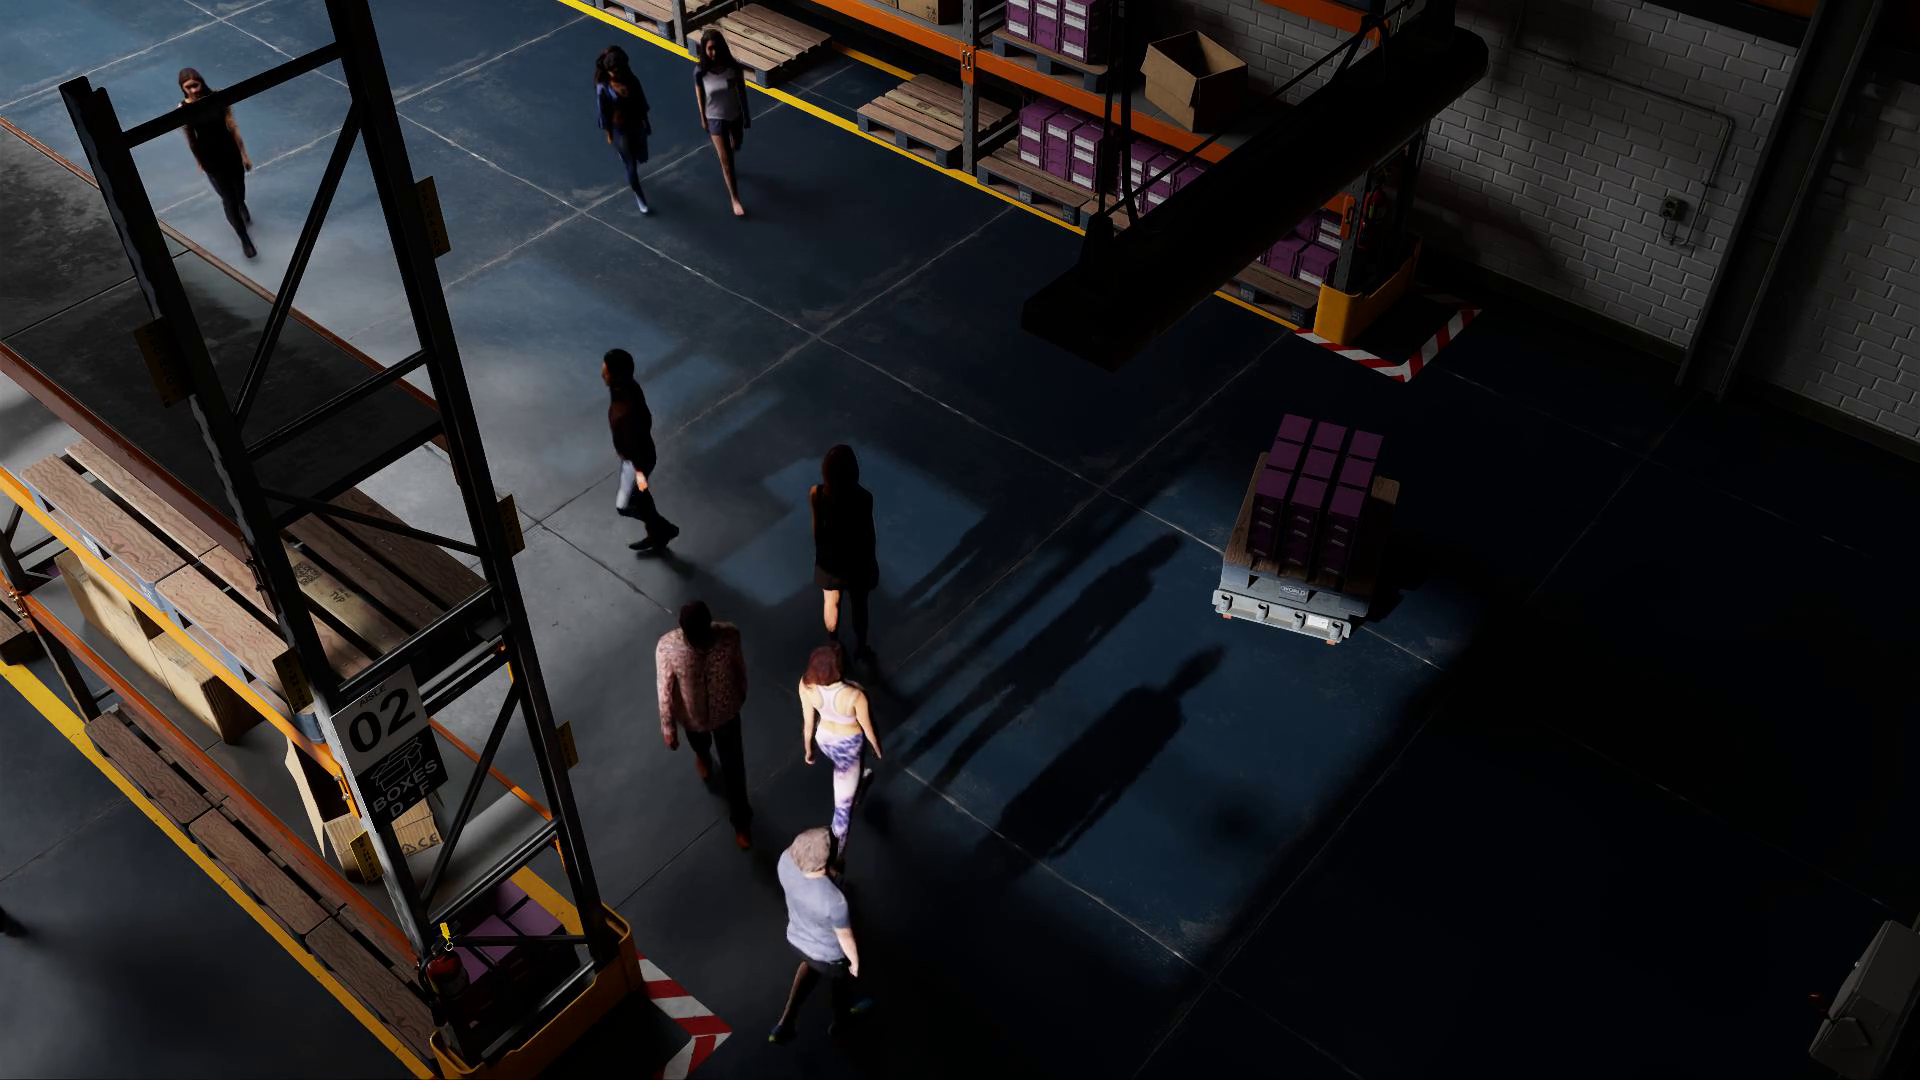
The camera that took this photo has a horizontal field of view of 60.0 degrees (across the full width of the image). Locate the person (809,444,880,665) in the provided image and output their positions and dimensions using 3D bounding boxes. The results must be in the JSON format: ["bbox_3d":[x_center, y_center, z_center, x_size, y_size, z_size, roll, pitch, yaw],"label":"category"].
[{"bbox_3d":[-0.749,0.122,10.775,0.630,1.835,0.719,4,44,4],"label":"person"}]

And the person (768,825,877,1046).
[{"bbox_3d":[-0.774,2.123,8.650,0.831,1.869,0.763,34,53,31],"label":"person"}]

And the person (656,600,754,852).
[{"bbox_3d":[-1.533,0.930,9.983,1.153,1.757,1.308,-9,44,-10],"label":"person"}]

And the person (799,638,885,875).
[{"bbox_3d":[-0.708,1.287,9.633,1.188,1.724,0.947,13,45,13],"label":"person"}]

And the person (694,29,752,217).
[{"bbox_3d":[-2.144,-3.864,15.079,0.964,1.669,1.193,-15,46,-15],"label":"person"}]

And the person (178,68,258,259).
[{"bbox_3d":[-6.479,-3.386,14.589,0.837,1.653,1.184,-23,48,-22],"label":"person"}]

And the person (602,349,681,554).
[{"bbox_3d":[-2.169,-0.588,11.572,0.859,1.764,0.772,-12,45,-12],"label":"person"}]

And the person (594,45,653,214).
[{"bbox_3d":[-3.027,-3.736,14.986,0.805,1.612,0.952,-26,49,-24],"label":"person"}]
